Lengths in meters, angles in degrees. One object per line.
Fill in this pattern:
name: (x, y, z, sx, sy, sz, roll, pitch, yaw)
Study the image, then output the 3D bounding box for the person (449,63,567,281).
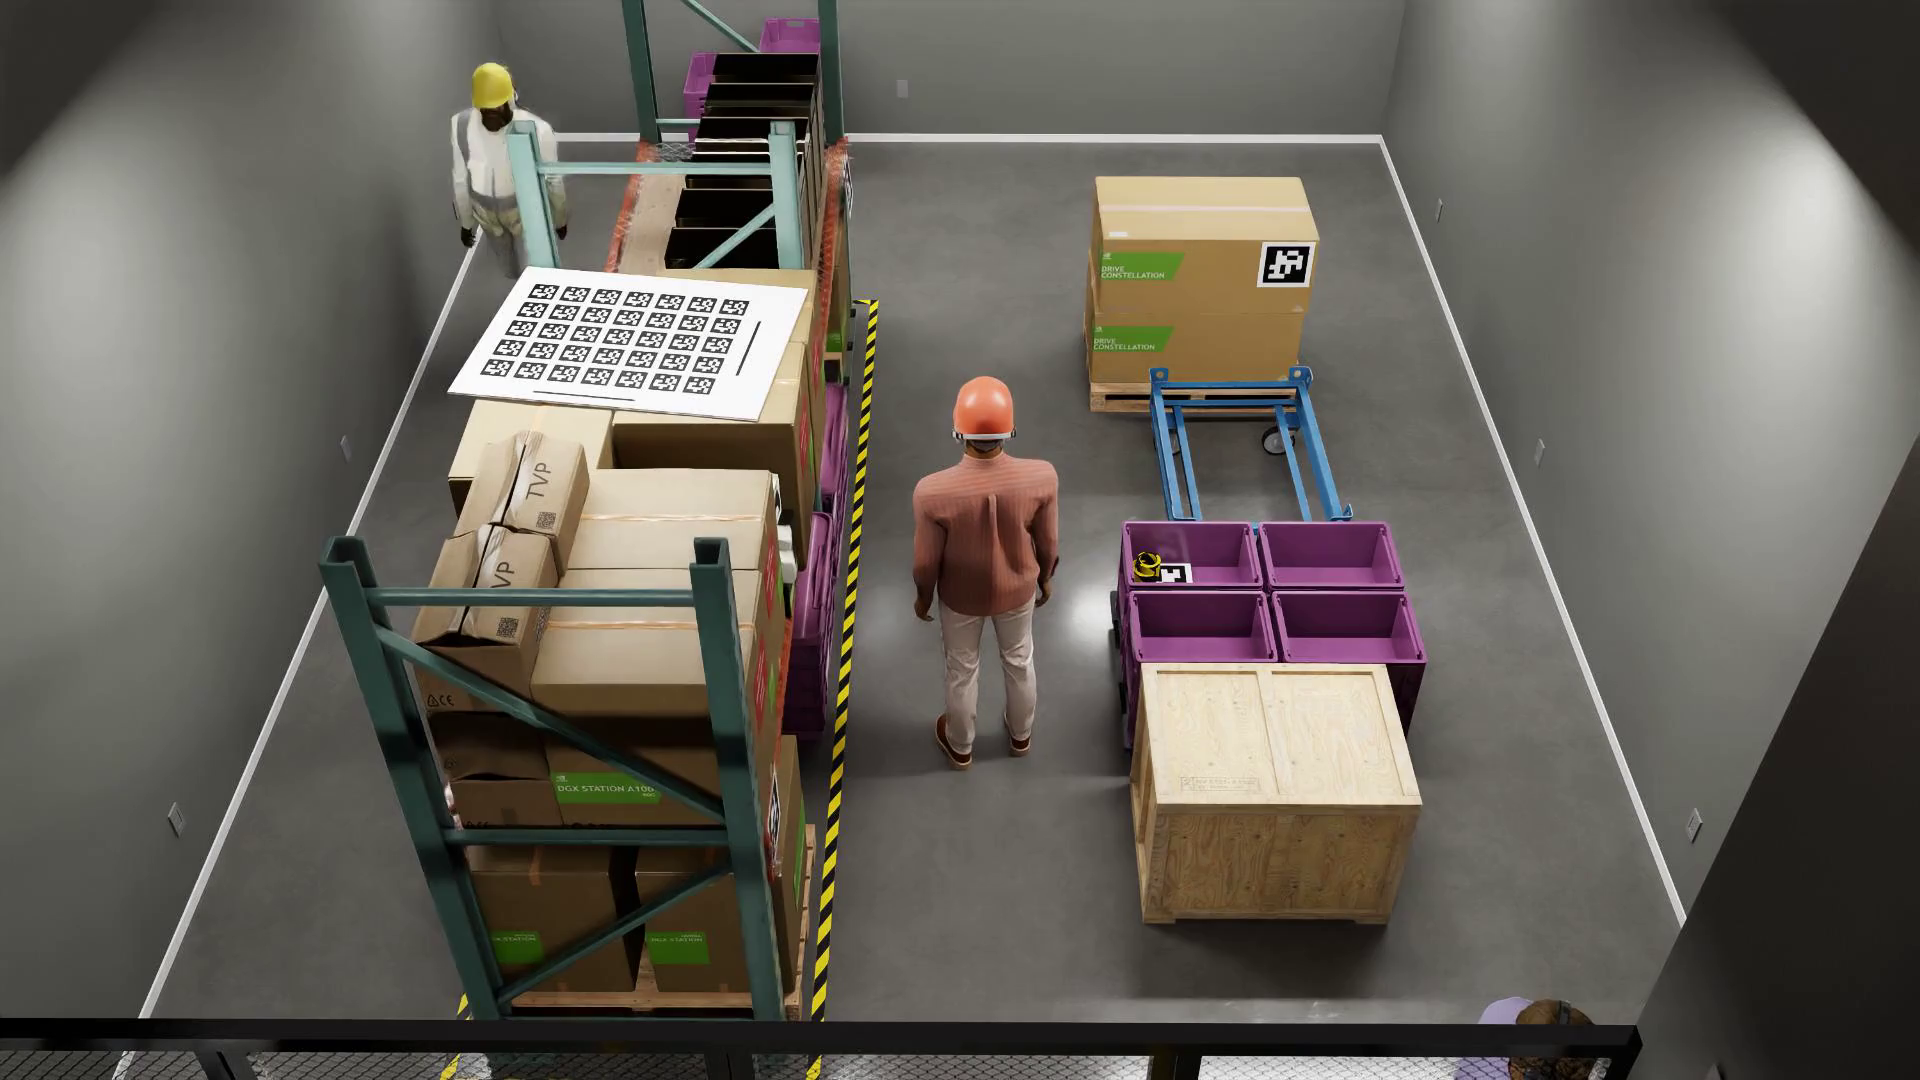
person: (-2.497, -1.877, 9.360, 0.591, 1.801, 0.839, 6, 42, 7)

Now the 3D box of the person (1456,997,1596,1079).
person: (1.536, 1.941, 4.900, 0.357, 1.938, 0.637, 11, 42, 12)

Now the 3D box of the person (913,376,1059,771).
person: (0.101, 0.170, 6.877, 0.610, 1.996, 0.378, -9, 42, -10)
